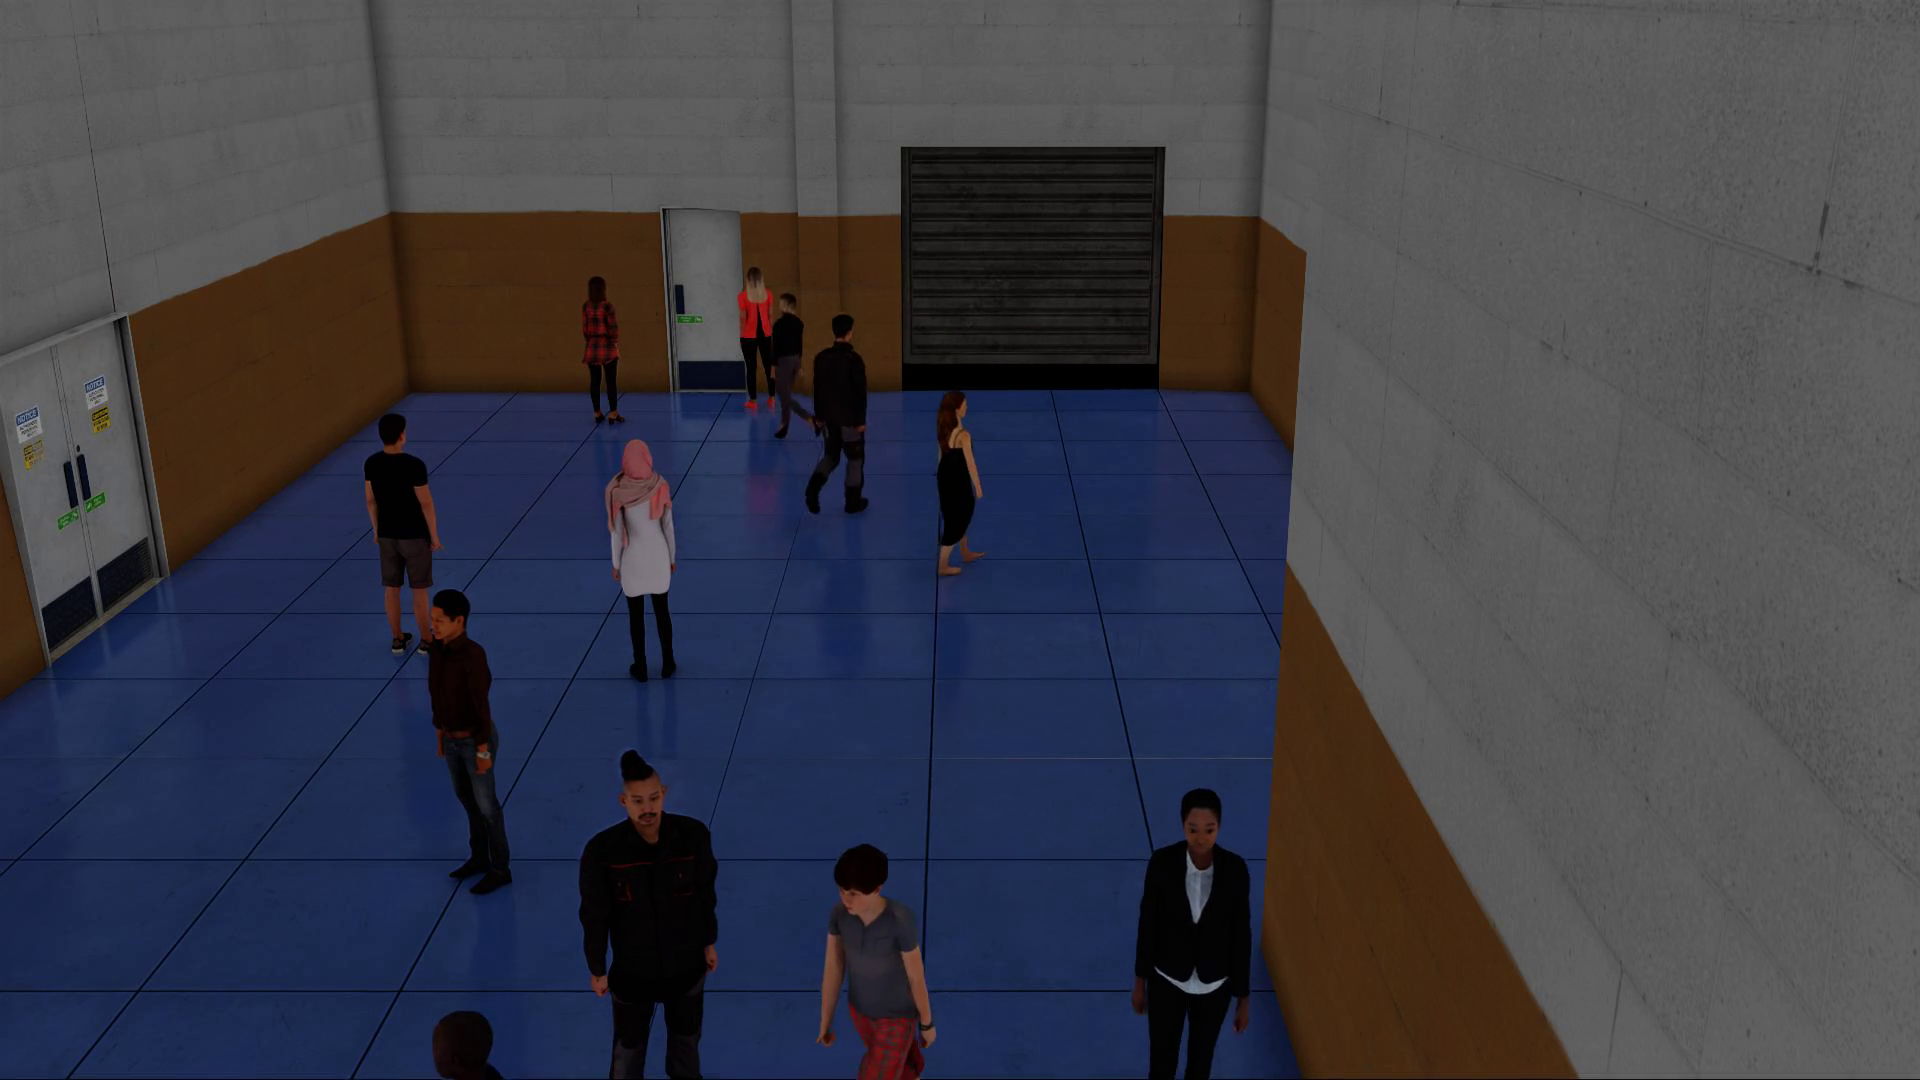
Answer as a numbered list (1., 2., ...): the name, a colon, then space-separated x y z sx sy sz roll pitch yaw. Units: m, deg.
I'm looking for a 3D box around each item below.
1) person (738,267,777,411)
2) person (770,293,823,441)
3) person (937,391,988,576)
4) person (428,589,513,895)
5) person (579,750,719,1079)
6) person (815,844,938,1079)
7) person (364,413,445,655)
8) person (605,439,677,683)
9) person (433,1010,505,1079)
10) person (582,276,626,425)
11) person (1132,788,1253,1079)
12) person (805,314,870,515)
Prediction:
1. person: -2.406 -2.398 19.749 0.608 1.693 0.729 -9 20 -24
2. person: -1.825 -1.840 18.164 1.066 1.647 0.902 11 22 30
3. person: -0.120 -0.464 14.137 0.908 1.613 0.808 -11 22 -29
4. person: -2.713 1.104 9.230 0.667 1.778 0.760 14 23 36
5. person: -1.311 1.754 7.134 0.744 1.862 0.914 -9 21 -25
6. person: -0.267 1.963 6.935 1.137 1.602 1.076 12 22 32
7. person: -4.206 -0.049 12.519 0.562 1.861 0.780 3 19 9
8. person: -2.289 0.144 12.036 0.638 1.803 0.770 -6 20 -18
9. person: -1.446 2.355 5.612 1.264 1.719 0.953 -7 20 -20
10. person: -4.120 -2.184 19.099 0.620 1.703 0.745 8 20 21
11. person: 0.961 1.841 6.968 0.581 1.827 0.702 1 19 4
12. person: -1.170 -1.134 15.649 1.136 1.917 1.088 10 21 28
